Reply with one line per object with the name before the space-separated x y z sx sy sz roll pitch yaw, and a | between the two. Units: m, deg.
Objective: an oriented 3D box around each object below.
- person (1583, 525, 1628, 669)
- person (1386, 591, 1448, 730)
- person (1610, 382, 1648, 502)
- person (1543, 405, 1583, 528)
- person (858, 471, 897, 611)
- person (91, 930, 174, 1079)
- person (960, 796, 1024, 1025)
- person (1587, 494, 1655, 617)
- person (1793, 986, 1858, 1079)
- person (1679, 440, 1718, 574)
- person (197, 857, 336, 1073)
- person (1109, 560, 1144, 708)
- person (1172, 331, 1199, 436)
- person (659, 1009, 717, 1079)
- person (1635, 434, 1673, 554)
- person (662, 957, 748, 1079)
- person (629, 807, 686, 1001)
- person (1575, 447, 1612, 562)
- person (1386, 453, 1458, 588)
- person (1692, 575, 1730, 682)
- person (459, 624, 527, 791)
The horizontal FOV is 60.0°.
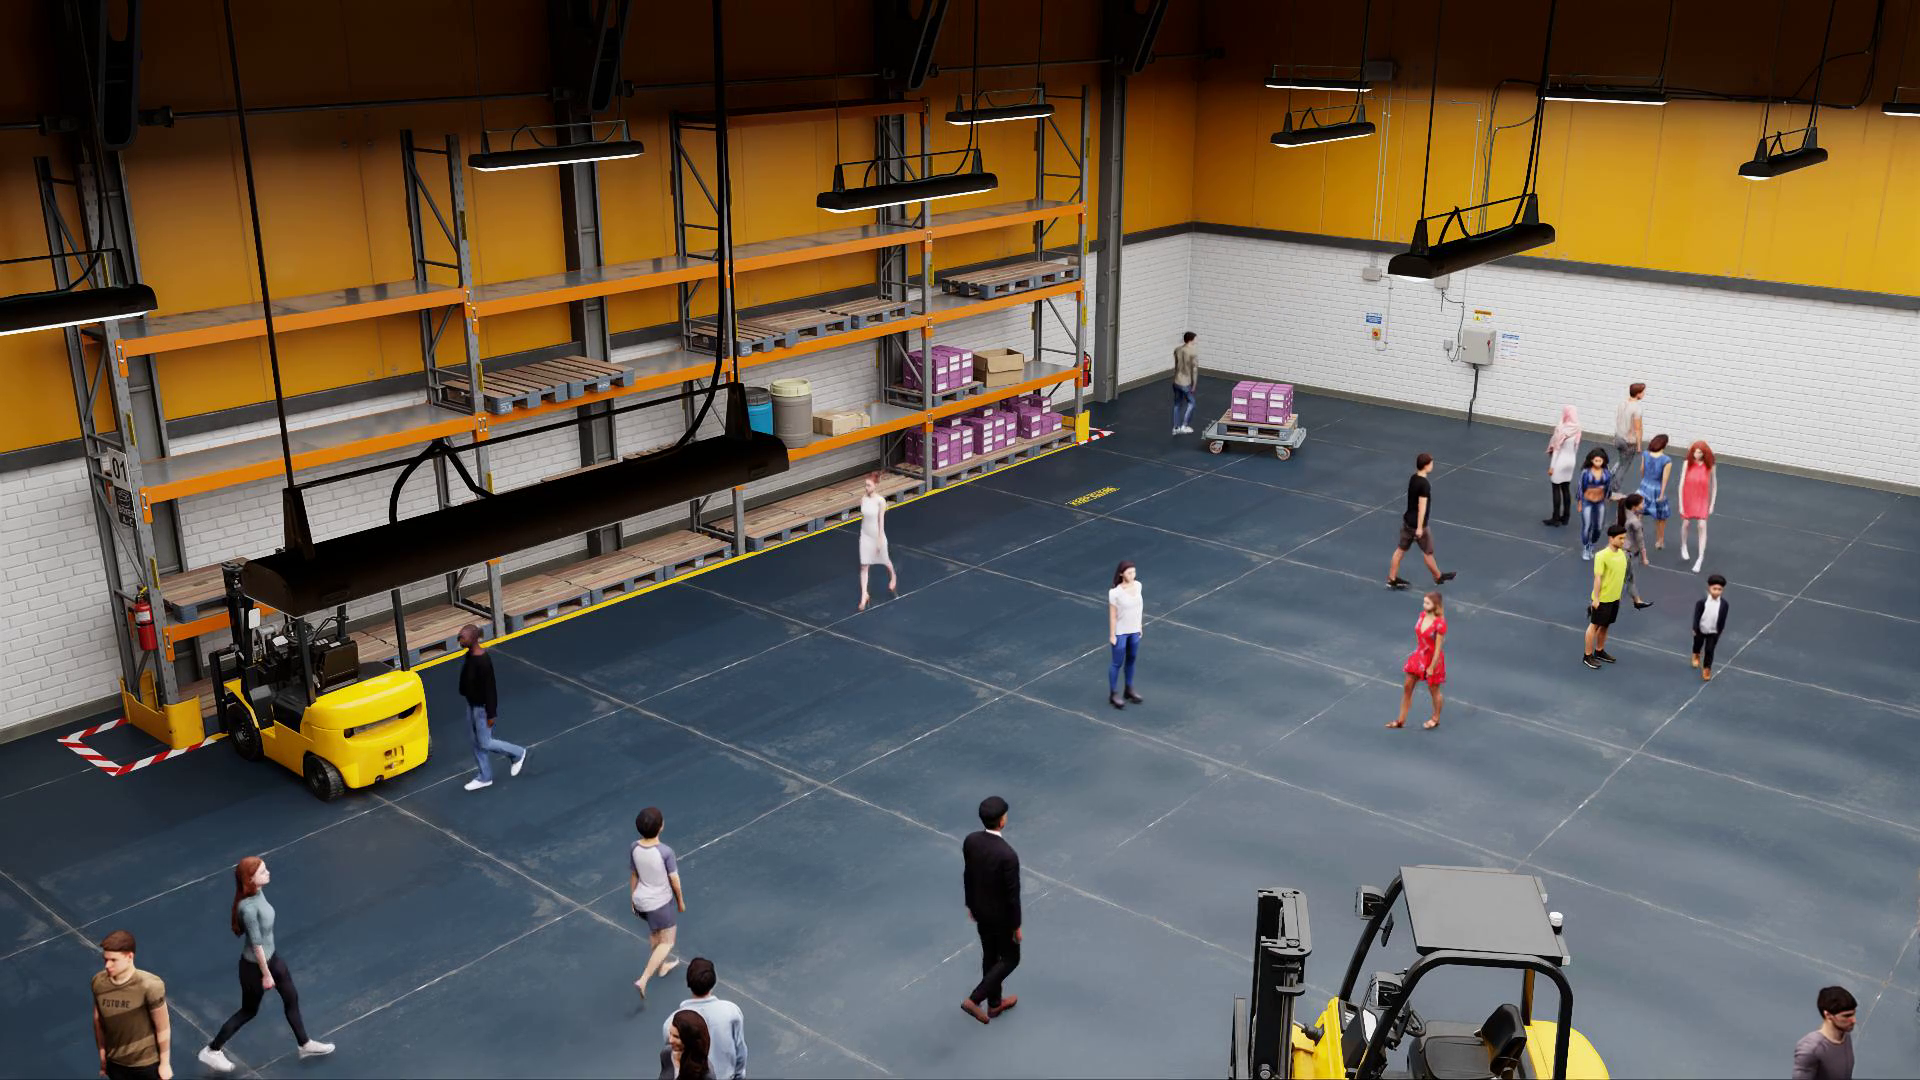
person | 7.517 0.627 19.349 0.541 1.707 0.736 -13 23 -34
person | 5.035 1.282 17.618 0.972 1.571 0.792 -9 21 -25
person | 10.089 -1.485 25.368 0.892 1.868 0.838 -6 20 -17
person | 8.826 -1.094 24.314 0.641 1.800 0.764 -10 21 -26
person | -1.023 -0.005 21.148 0.693 1.757 1.120 11 21 29
person | -5.403 3.385 10.932 0.749 1.851 0.754 3 19 8
person | 0.198 2.831 12.542 0.905 1.874 0.772 -16 24 -39
person | 8.124 0.248 20.618 1.181 1.615 1.098 -3 19 -8
person | 5.300 3.589 10.324 0.550 1.854 0.776 -14 23 -36
person | 9.968 -0.499 22.588 0.792 1.775 1.080 6 20 17
person | -5.147 3.101 12.004 1.212 1.706 1.043 -4 19 -13
person | 1.802 1.013 18.244 0.531 1.681 0.700 -14 23 -36
person | 3.851 -2.720 29.071 0.733 1.845 0.643 15 24 37
person | -1.663 3.664 10.236 0.633 1.768 0.558 12 22 31
person | 9.400 -0.551 22.779 1.214 1.750 0.727 -16 24 -40
person | -1.621 3.499 10.660 0.679 1.810 0.821 -8 20 -22
person | -2.417 2.847 13.010 0.664 1.545 0.931 9 21 26
person | 8.678 -0.500 22.850 0.732 1.608 0.758 3 19 10
person | 5.858 -0.221 21.691 1.249 1.819 1.159 -3 19 -7
person | 8.588 0.971 19.108 0.655 1.208 0.875 7 20 20
person | -4.635 1.619 16.359 0.904 1.735 0.692 -14 23 -36
